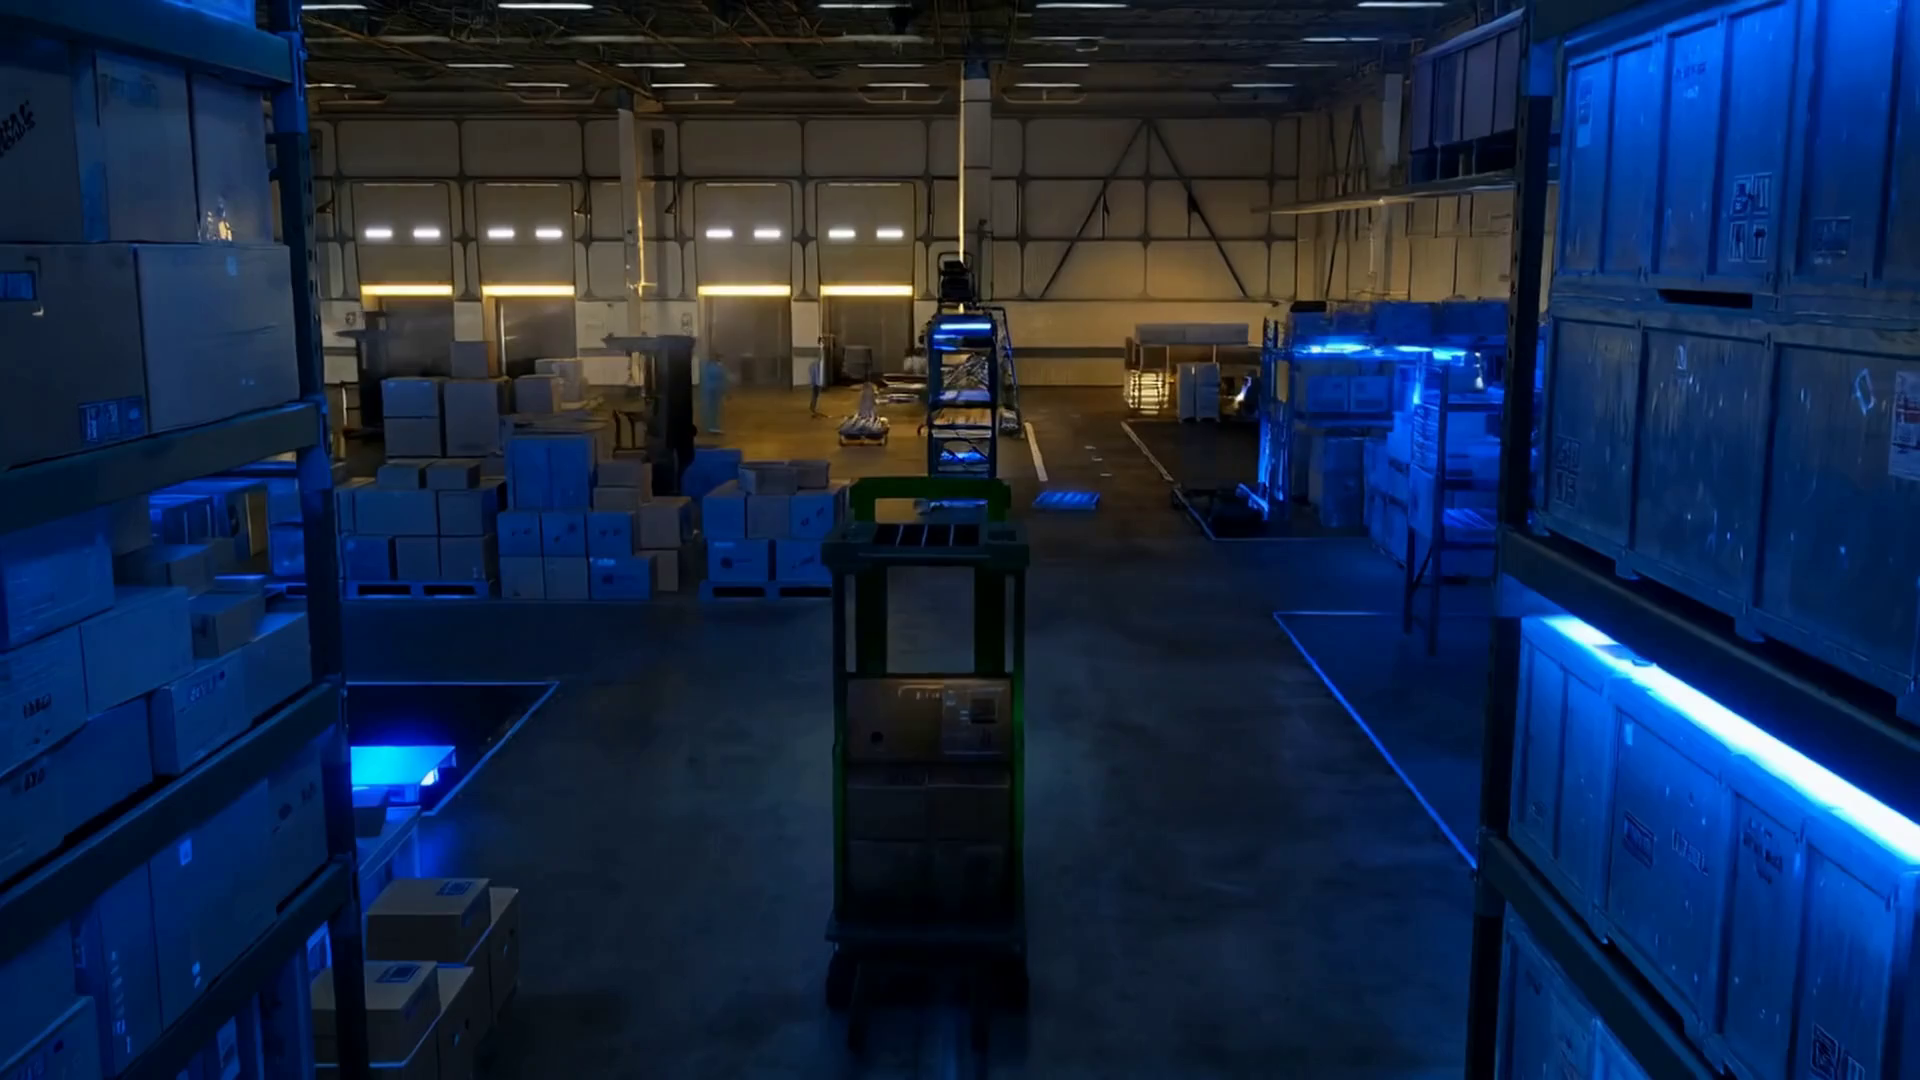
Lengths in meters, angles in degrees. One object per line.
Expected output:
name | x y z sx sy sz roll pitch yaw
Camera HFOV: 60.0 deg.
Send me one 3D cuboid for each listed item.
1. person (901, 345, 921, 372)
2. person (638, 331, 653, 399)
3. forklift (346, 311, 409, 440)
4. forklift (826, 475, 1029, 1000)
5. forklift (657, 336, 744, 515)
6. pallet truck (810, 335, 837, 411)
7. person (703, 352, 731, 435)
person | -1.286 -3.886 41.096 0.940 1.840 0.591 -5 11 -28
person | -8.904 -4.944 46.978 0.543 1.929 0.387 8 12 37
forklift | -12.810 -3.738 37.268 1.129 2.768 1.873 5 11 24
forklift | -0.172 1.016 9.843 1.129 2.768 1.873 0 10 1
forklift | -4.406 -1.785 26.002 1.873 2.768 1.129 -5 11 -24
pallet truck | -3.021 -4.312 43.126 1.885 1.965 0.823 3 10 17
person | -5.558 -3.350 37.926 0.733 1.896 0.673 8 13 38
